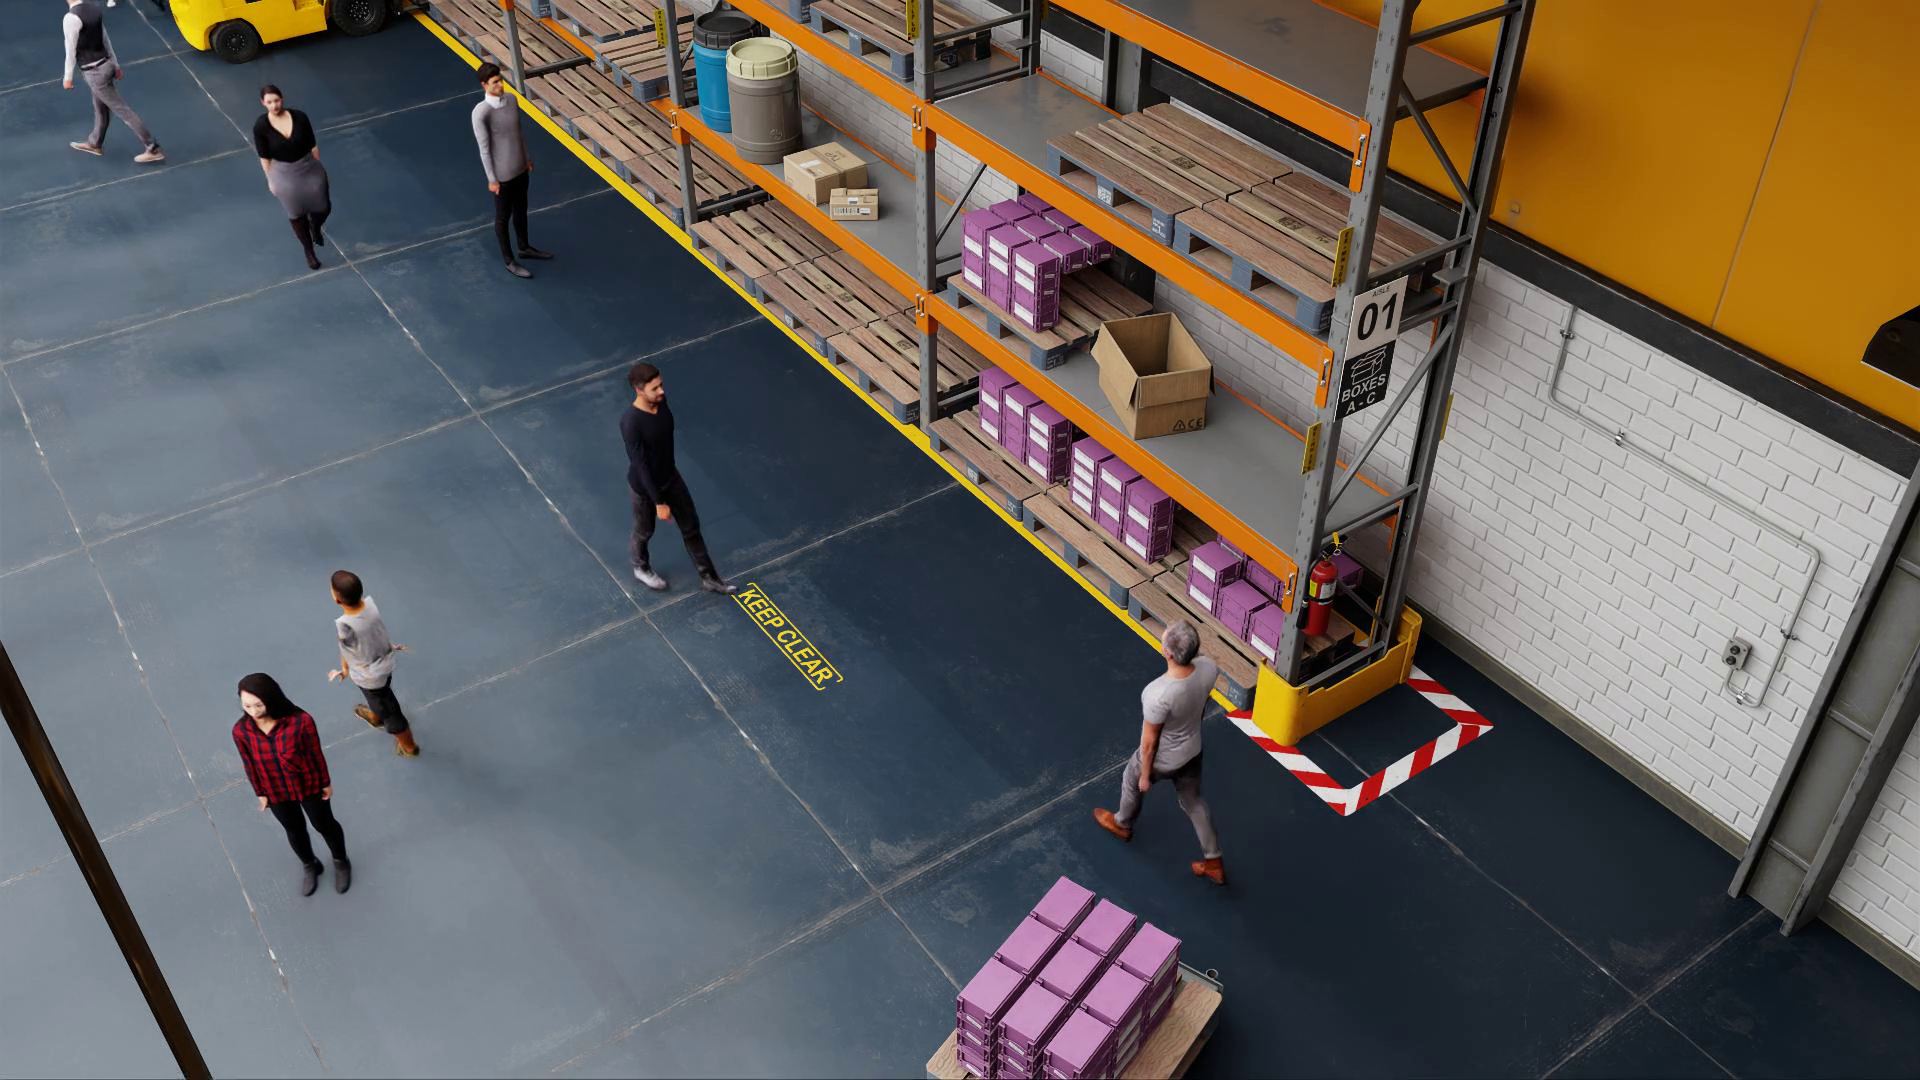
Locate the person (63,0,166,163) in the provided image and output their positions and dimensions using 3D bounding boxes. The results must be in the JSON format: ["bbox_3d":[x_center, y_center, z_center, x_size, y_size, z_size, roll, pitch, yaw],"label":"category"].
[{"bbox_3d":[-8.401,-4.596,16.415,1.167,1.889,1.228,0,39,0],"label":"person"}]

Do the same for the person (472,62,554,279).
[{"bbox_3d":[-4.040,-3.317,14.786,0.838,1.923,0.842,16,41,19],"label":"person"}]

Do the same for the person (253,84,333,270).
[{"bbox_3d":[-5.951,-3.272,14.872,0.704,1.745,0.754,-20,43,-23],"label":"person"}]

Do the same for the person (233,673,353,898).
[{"bbox_3d":[-3.673,1.336,9.178,0.649,1.651,0.638,-7,39,-9],"label":"person"}]

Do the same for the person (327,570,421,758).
[{"bbox_3d":[-3.518,0.752,10.079,0.962,1.438,0.812,20,43,23],"label":"person"}]

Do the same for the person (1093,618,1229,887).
[{"bbox_3d":[1.237,1.218,9.214,0.741,1.790,1.174,-25,45,-28],"label":"person"}]

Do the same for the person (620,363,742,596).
[{"bbox_3d":[-2.136,-0.391,11.191,1.162,1.836,0.929,20,43,23],"label":"person"}]
